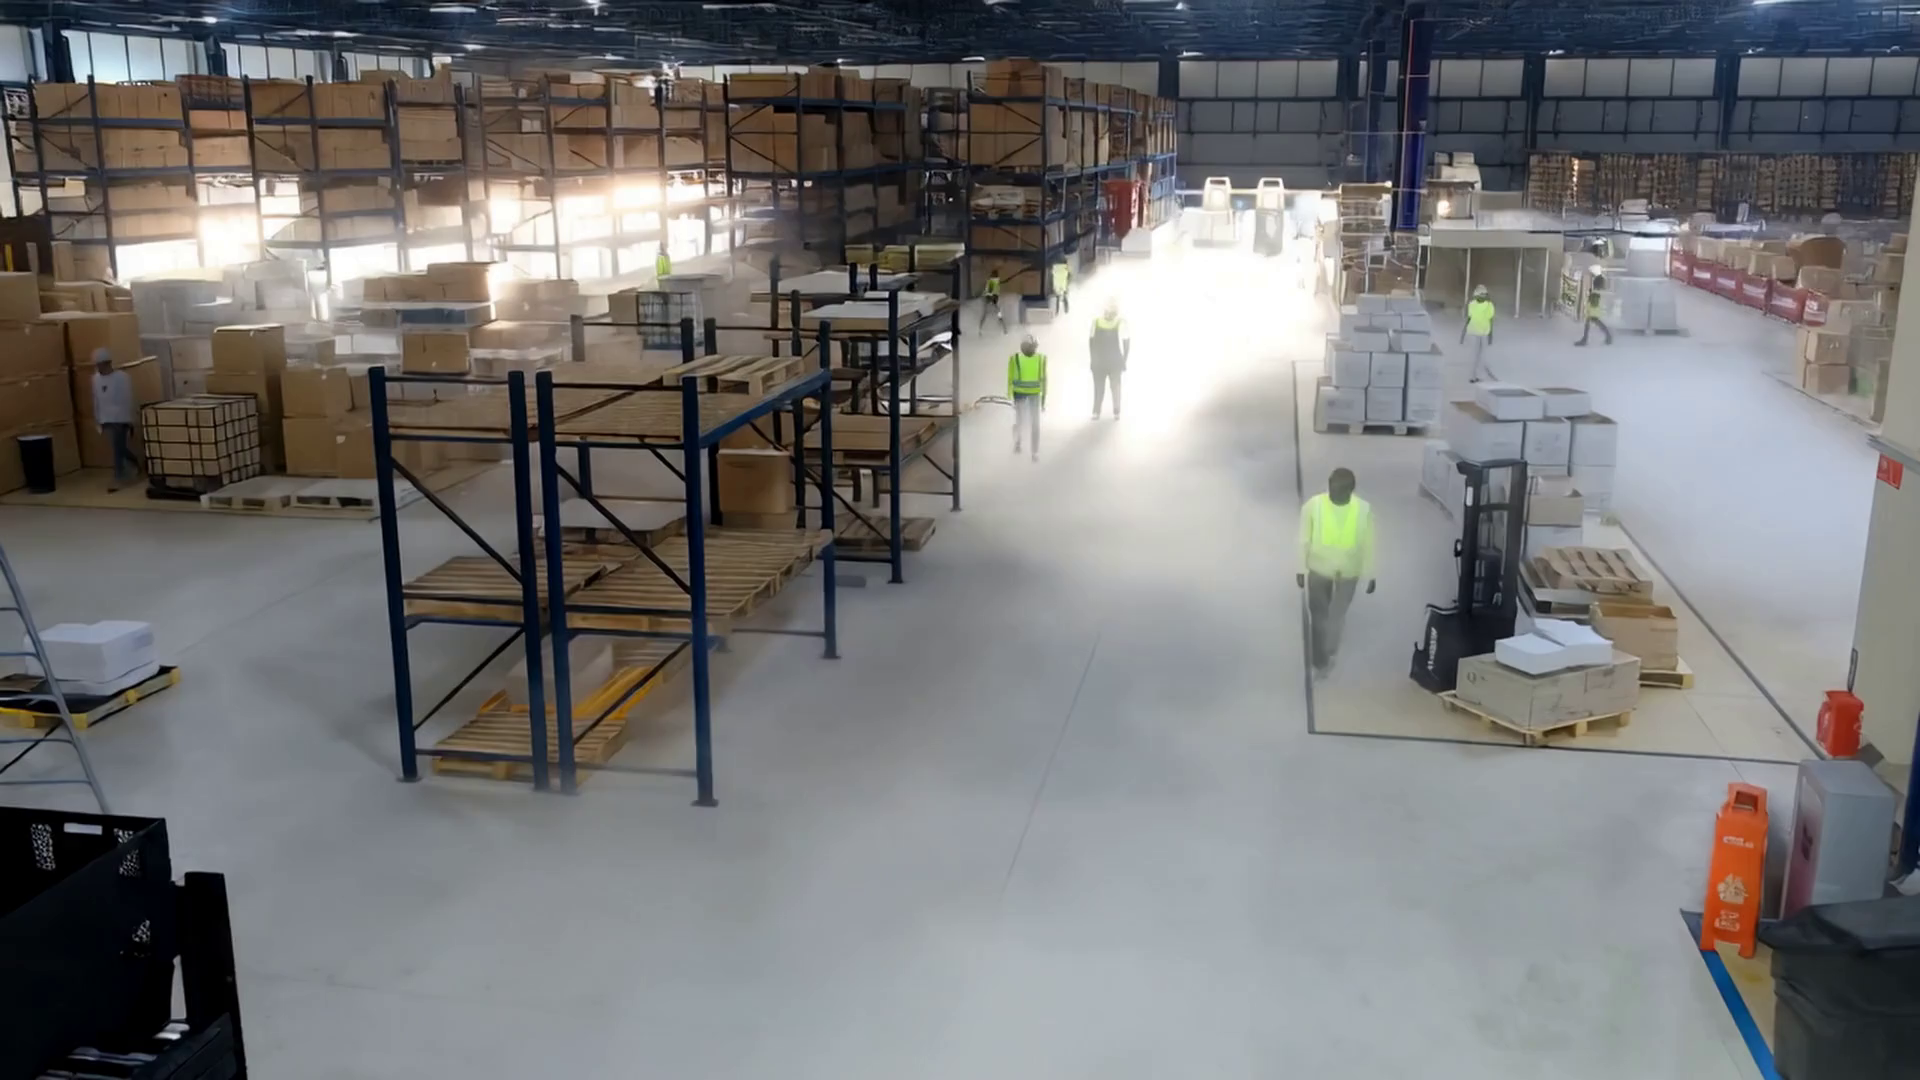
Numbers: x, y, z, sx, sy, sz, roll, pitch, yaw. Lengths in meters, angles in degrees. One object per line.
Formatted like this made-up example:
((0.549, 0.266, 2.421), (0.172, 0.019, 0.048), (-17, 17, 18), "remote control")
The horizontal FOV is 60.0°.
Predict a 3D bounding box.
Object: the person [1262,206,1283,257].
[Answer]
((11.640, -11.469, 61.842), (1.017, 1.880, 0.559), (-7, 15, -25), "person")

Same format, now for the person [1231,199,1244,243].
((11.600, -13.370, 69.674), (0.404, 1.826, 0.591), (-10, 17, -36), "person")

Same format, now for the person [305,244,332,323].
((-15.663, -6.271, 40.666), (0.587, 1.911, 0.397), (-7, 16, -27), "person")

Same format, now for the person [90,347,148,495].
((-10.976, -1.589, 21.699), (0.600, 1.895, 0.813), (4, 14, 16), "person")

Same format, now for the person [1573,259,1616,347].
((13.851, -5.143, 36.099), (0.858, 1.910, 0.549), (1, 14, 5), "person")

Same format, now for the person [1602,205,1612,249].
((25.549, -12.356, 65.676), (0.481, 1.747, 0.554), (0, 14, -1), "person")

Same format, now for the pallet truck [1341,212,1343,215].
((15.874, -13.227, 70.310), (0.680, 1.201, 1.601), (10, 17, 35), "pallet truck")

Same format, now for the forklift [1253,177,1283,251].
((12.083, -12.747, 64.956), (1.129, 2.768, 1.873), (3, 14, 10), "forklift")

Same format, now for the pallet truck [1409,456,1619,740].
((4.504, 0.400, 13.395), (0.823, 1.965, 1.885), (-6, 15, -23), "pallet truck")

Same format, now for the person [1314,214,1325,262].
((12.839, -10.767, 59.354), (0.532, 1.697, 0.319), (-12, 18, -39), "person")

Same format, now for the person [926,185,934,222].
((-1.635, -17.246, 85.259), (0.572, 1.884, 0.972), (2, 14, 9), "person")

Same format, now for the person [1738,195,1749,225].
((33.182, -13.619, 70.455), (0.414, 1.941, 0.624), (-3, 14, -13), "person")

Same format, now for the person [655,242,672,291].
((-7.521, -6.635, 42.280), (0.430, 1.845, 0.624), (1, 14, 4), "person")

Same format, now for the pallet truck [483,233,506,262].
((-11.832, -7.026, 43.548), (1.885, 1.965, 0.823), (8, 16, 28), "pallet truck")

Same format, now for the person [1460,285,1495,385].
((9.487, -3.765, 30.633), (0.548, 1.830, 0.928), (13, 19, 41), "person")

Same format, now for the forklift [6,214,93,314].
((-20.173, -5.699, 36.341), (1.873, 2.768, 1.129), (3, 14, 10), "forklift")

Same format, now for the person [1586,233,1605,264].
((18.945, -8.342, 49.670), (0.529, 1.616, 0.461), (6, 15, 23), "person")

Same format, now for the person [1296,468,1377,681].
((3.227, 0.299, 14.180), (0.656, 1.811, 0.777), (0, 14, -1), "person")

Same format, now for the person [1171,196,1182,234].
((9.836, -14.772, 75.578), (0.522, 1.727, 0.914), (2, 14, 10), "person")

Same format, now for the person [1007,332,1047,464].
((0.936, -2.056, 23.716), (0.586, 1.847, 0.967), (-2, 14, -10), "person")

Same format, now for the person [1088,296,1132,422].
((2.372, -2.911, 26.750), (0.674, 2.000, 0.535), (7, 15, 26), "person")

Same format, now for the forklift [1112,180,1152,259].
((6.082, -11.722, 60.796), (1.873, 2.768, 1.129), (2, 14, 9), "forklift")

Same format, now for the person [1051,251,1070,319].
((2.498, -6.345, 41.439), (0.546, 1.685, 0.323), (9, 16, 31), "person")

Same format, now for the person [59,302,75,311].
((-14.224, -2.848, 26.706), (0.372, 1.940, 0.631), (-2, 14, -8), "person")

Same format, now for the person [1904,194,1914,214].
((44.507, -15.437, 78.027), (0.390, 1.838, 0.563), (-3, 14, -11), "person")

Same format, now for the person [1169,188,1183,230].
((10.163, -15.580, 78.315), (0.651, 1.973, 0.525), (3, 14, 10), "person")

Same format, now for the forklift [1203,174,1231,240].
((10.881, -14.013, 70.096), (1.129, 2.768, 1.873), (3, 14, 10), "forklift")

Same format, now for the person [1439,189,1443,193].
((23.420, -16.262, 81.418), (0.600, 1.825, 0.403), (-2, 14, -8), "person")

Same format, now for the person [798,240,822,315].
((-3.691, -6.377, 40.958), (0.606, 1.985, 0.412), (-5, 15, -20), "person")

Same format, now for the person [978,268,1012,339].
((0.766, -5.343, 37.551), (0.885, 1.591, 0.528), (-10, 17, -36), "person")
